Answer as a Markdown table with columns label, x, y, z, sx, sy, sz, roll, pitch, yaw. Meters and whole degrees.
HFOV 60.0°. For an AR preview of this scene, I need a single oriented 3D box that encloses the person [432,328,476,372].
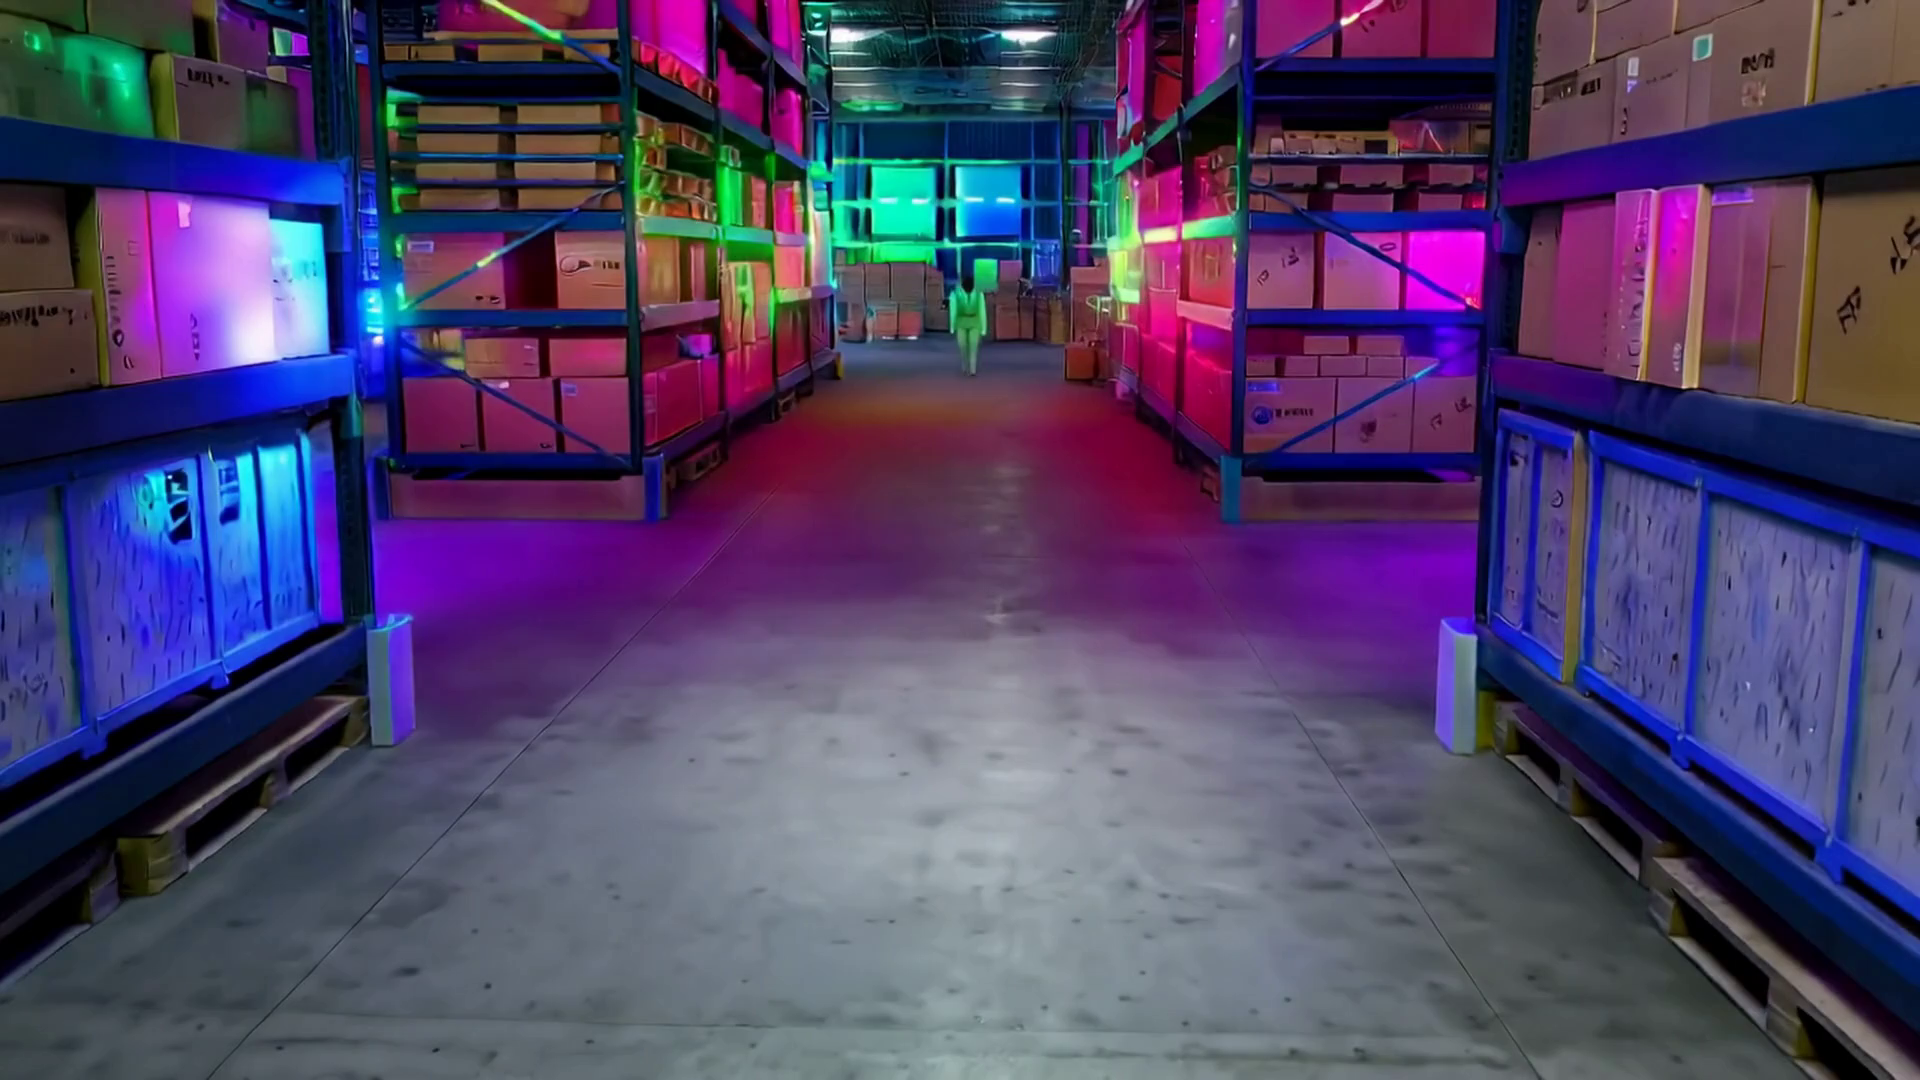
| label | x | y | z | sx | sy | sz | roll | pitch | yaw |
| --- | --- | --- | --- | --- | --- | --- | --- | --- | --- |
| person | -5.368 | -1.753 | 17.671 | 0.589 | 1.665 | 0.543 | 3 | 10 | 20 |

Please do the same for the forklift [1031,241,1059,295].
| label | x | y | z | sx | sy | sz | roll | pitch | yaw |
| --- | --- | --- | --- | --- | --- | --- | --- | --- | --- |
| forklift | 3.206 | -9.939 | 63.097 | 1.129 | 2.768 | 1.873 | 0 | 9 | 1 |

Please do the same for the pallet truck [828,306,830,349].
| label | x | y | z | sx | sy | sz | roll | pitch | yaw |
| --- | --- | --- | --- | --- | --- | --- | --- | --- | --- |
| pallet truck | -3.100 | -3.940 | 29.800 | 1.885 | 1.965 | 0.823 | 3 | 10 | 19 |

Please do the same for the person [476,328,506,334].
| label | x | y | z | sx | sy | sz | roll | pitch | yaw |
| --- | --- | --- | --- | --- | --- | --- | --- | --- | --- |
| person | -7.889 | -3.600 | 27.967 | 0.543 | 1.932 | 0.376 | 1 | 10 | 5 |

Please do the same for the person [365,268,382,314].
| label | x | y | z | sx | sy | sz | roll | pitch | yaw |
| --- | --- | --- | --- | --- | --- | --- | --- | --- | --- |
| person | -23.015 | -9.749 | 65.135 | 0.710 | 1.818 | 0.635 | 7 | 12 | 37 |

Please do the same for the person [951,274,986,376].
| label | x | y | z | sx | sy | sz | roll | pitch | yaw |
| --- | --- | --- | --- | --- | --- | --- | --- | --- | --- |
| person | 0.157 | -3.821 | 29.619 | 0.633 | 1.829 | 0.438 | 1 | 10 | 5 |
